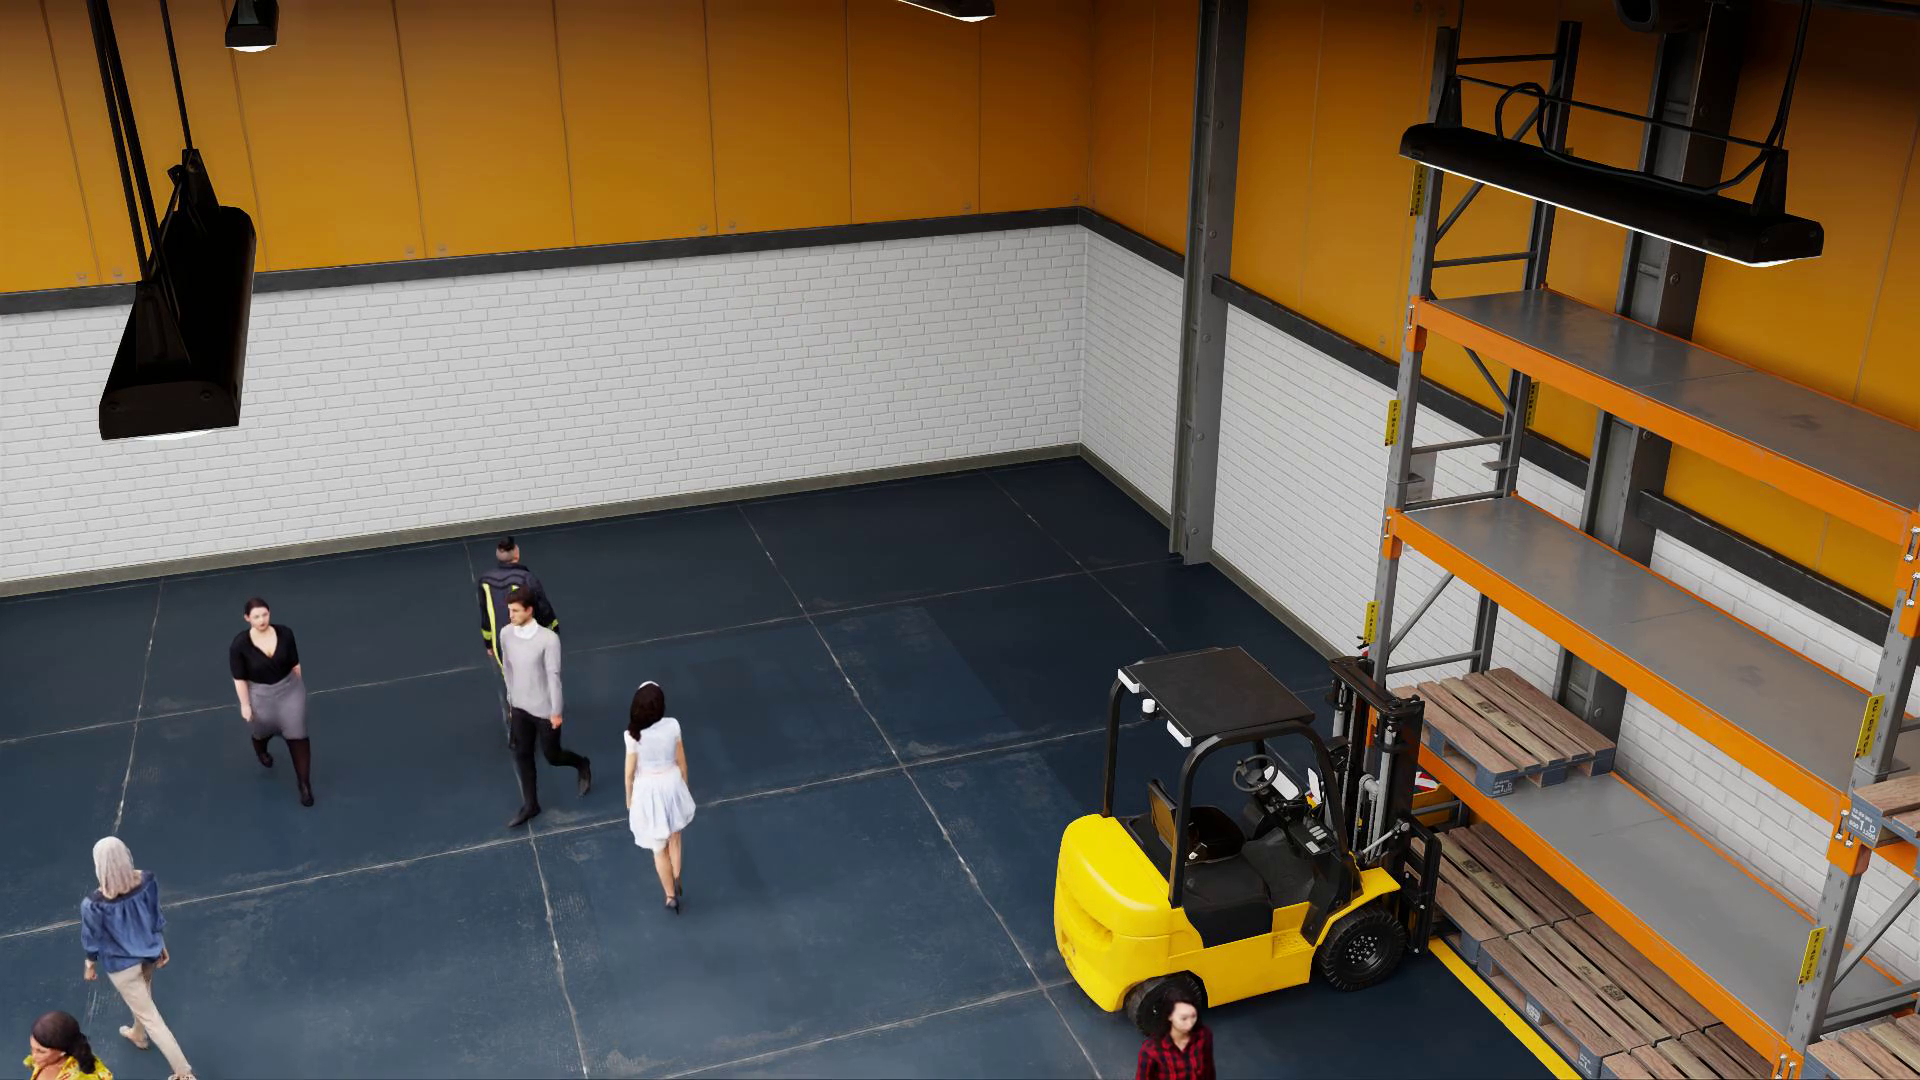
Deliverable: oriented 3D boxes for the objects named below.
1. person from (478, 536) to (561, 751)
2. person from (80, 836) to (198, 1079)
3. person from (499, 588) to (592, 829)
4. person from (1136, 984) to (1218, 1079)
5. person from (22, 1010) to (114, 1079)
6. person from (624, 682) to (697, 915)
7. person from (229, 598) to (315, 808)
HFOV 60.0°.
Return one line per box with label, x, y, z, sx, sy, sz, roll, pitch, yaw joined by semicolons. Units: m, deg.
person;-3.668;0.860;13.740;1.163;1.826;1.288;7;24;15
person;-4.927;2.581;10.011;1.183;1.658;1.074;13;27;28
person;-3.197;1.227;12.792;1.143;1.913;1.210;11;26;23
person;1.083;3.036;9.003;0.680;1.631;0.924;-12;26;-26
person;-4.590;3.138;8.741;0.971;1.654;1.029;11;26;24
person;-2.046;1.846;11.507;0.702;1.808;0.823;-11;26;-24
person;-5.421;1.223;13.034;0.866;1.725;1.189;-16;28;-32
